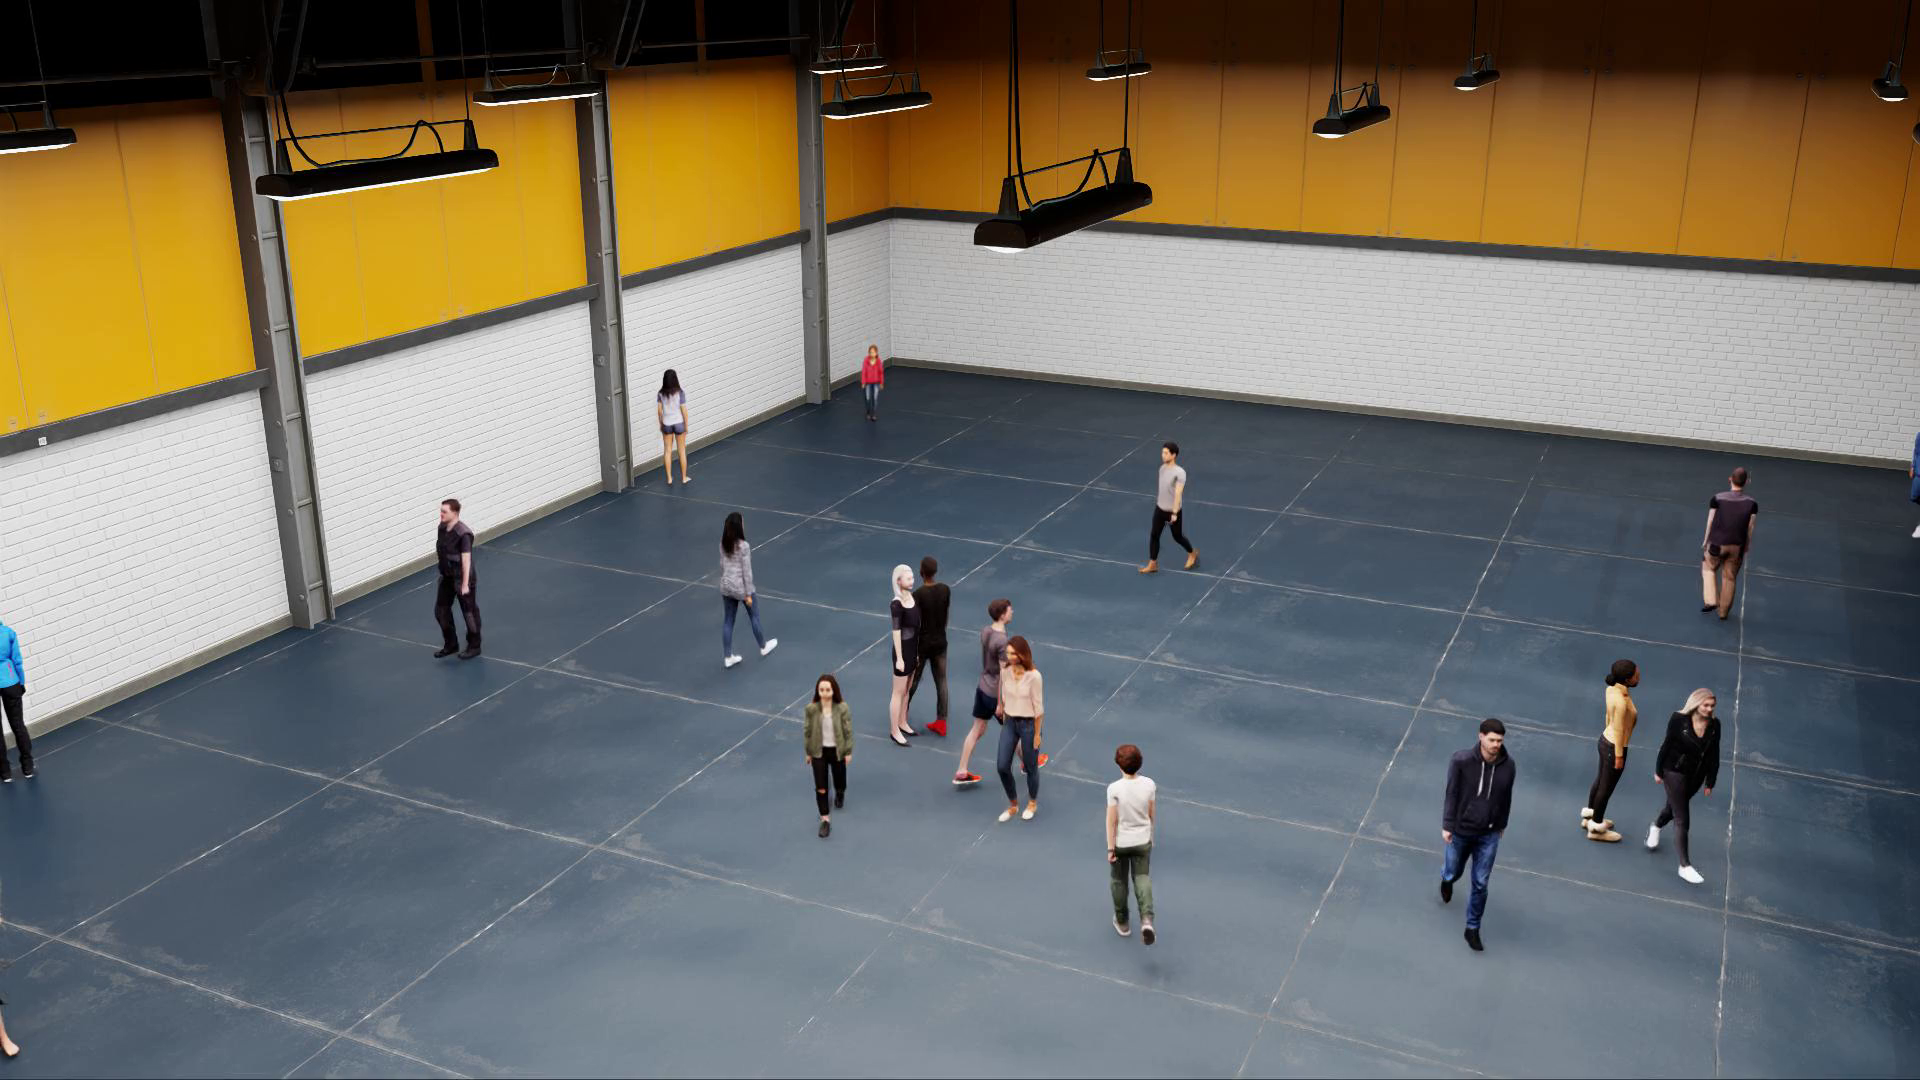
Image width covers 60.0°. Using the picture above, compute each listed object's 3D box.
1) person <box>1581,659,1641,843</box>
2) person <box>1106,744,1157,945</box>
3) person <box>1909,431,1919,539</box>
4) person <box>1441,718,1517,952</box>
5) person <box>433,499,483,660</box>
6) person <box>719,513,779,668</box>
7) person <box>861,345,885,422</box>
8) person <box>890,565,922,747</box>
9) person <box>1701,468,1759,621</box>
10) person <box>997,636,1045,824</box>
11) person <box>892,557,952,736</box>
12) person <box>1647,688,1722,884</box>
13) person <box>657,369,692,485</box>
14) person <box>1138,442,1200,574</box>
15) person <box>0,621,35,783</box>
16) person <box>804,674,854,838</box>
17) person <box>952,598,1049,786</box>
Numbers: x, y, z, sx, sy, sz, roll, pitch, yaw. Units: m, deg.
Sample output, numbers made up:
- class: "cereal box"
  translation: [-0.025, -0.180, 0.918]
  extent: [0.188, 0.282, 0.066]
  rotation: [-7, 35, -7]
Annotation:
- class: "person"
  translation: [5.678, 1.809, 14.484]
  extent: [0.697, 1.658, 0.571]
  rotation: [3, 19, 10]
- class: "person"
  translation: [1.346, 2.377, 12.825]
  extent: [0.863, 1.641, 0.990]
  rotation: [-4, 19, -11]
- class: "person"
  translation: [13.132, -0.947, 22.454]
  extent: [1.058, 1.795, 0.927]
  rotation: [-13, 23, -35]
- class: "person"
  translation: [3.986, 2.209, 12.967]
  extent: [0.893, 1.868, 1.147]
  rotation: [2, 19, 5]
- class: "person"
  translation: [-5.472, 0.407, 18.367]
  extent: [0.819, 1.838, 0.807]
  rotation: [14, 23, 36]
- class: "person"
  translation: [-2.479, 0.564, 18.096]
  extent: [0.724, 1.713, 0.968]
  rotation: [12, 22, 32]
- class: "person"
  translation: [-1.501, -2.689, 28.388]
  extent: [0.618, 1.309, 0.650]
  rotation: [-3, 19, -8]
- class: "person"
  translation: [-0.545, 1.111, 16.290]
  extent: [0.668, 1.829, 0.470]
  rotation: [6, 20, 18]
- class: "person"
  translation: [8.943, 0.071, 19.381]
  extent: [0.722, 1.827, 0.724]
  rotation: [6, 19, 16]
- class: "person"
  translation: [0.598, 1.648, 14.791]
  extent: [0.665, 1.768, 0.728]
  rotation: [10, 21, 27]
- class: "person"
  translation: [-0.243, 1.081, 16.467]
  extent: [1.173, 1.772, 1.127]
  rotation: [-12, 22, -32]
- class: "person"
  translation: [6.052, 1.975, 14.023]
  extent: [0.953, 1.638, 1.233]
  rotation: [2, 19, 7]
- class: "person"
  translation: [-4.275, -1.700, 24.786]
  extent: [0.650, 1.733, 0.624]
  rotation: [0, 19, 1]
- class: "person"
  translation: [2.710, -0.396, 20.975]
  extent: [1.184, 1.694, 0.955]
  rotation: [-13, 23, -34]
- class: "person"
  translation: [-8.966, 1.389, 15.513]
  extent: [0.626, 1.798, 0.746]
  rotation: [-14, 23, -35]
- class: "person"
  translation: [-1.151, 1.853, 14.662]
  extent: [0.786, 1.461, 0.943]
  rotation: [1, 19, 2]
- class: "person"
  translation: [0.234, 1.450, 15.334]
  extent: [1.289, 1.797, 1.136]
  rotation: [-10, 21, -26]
